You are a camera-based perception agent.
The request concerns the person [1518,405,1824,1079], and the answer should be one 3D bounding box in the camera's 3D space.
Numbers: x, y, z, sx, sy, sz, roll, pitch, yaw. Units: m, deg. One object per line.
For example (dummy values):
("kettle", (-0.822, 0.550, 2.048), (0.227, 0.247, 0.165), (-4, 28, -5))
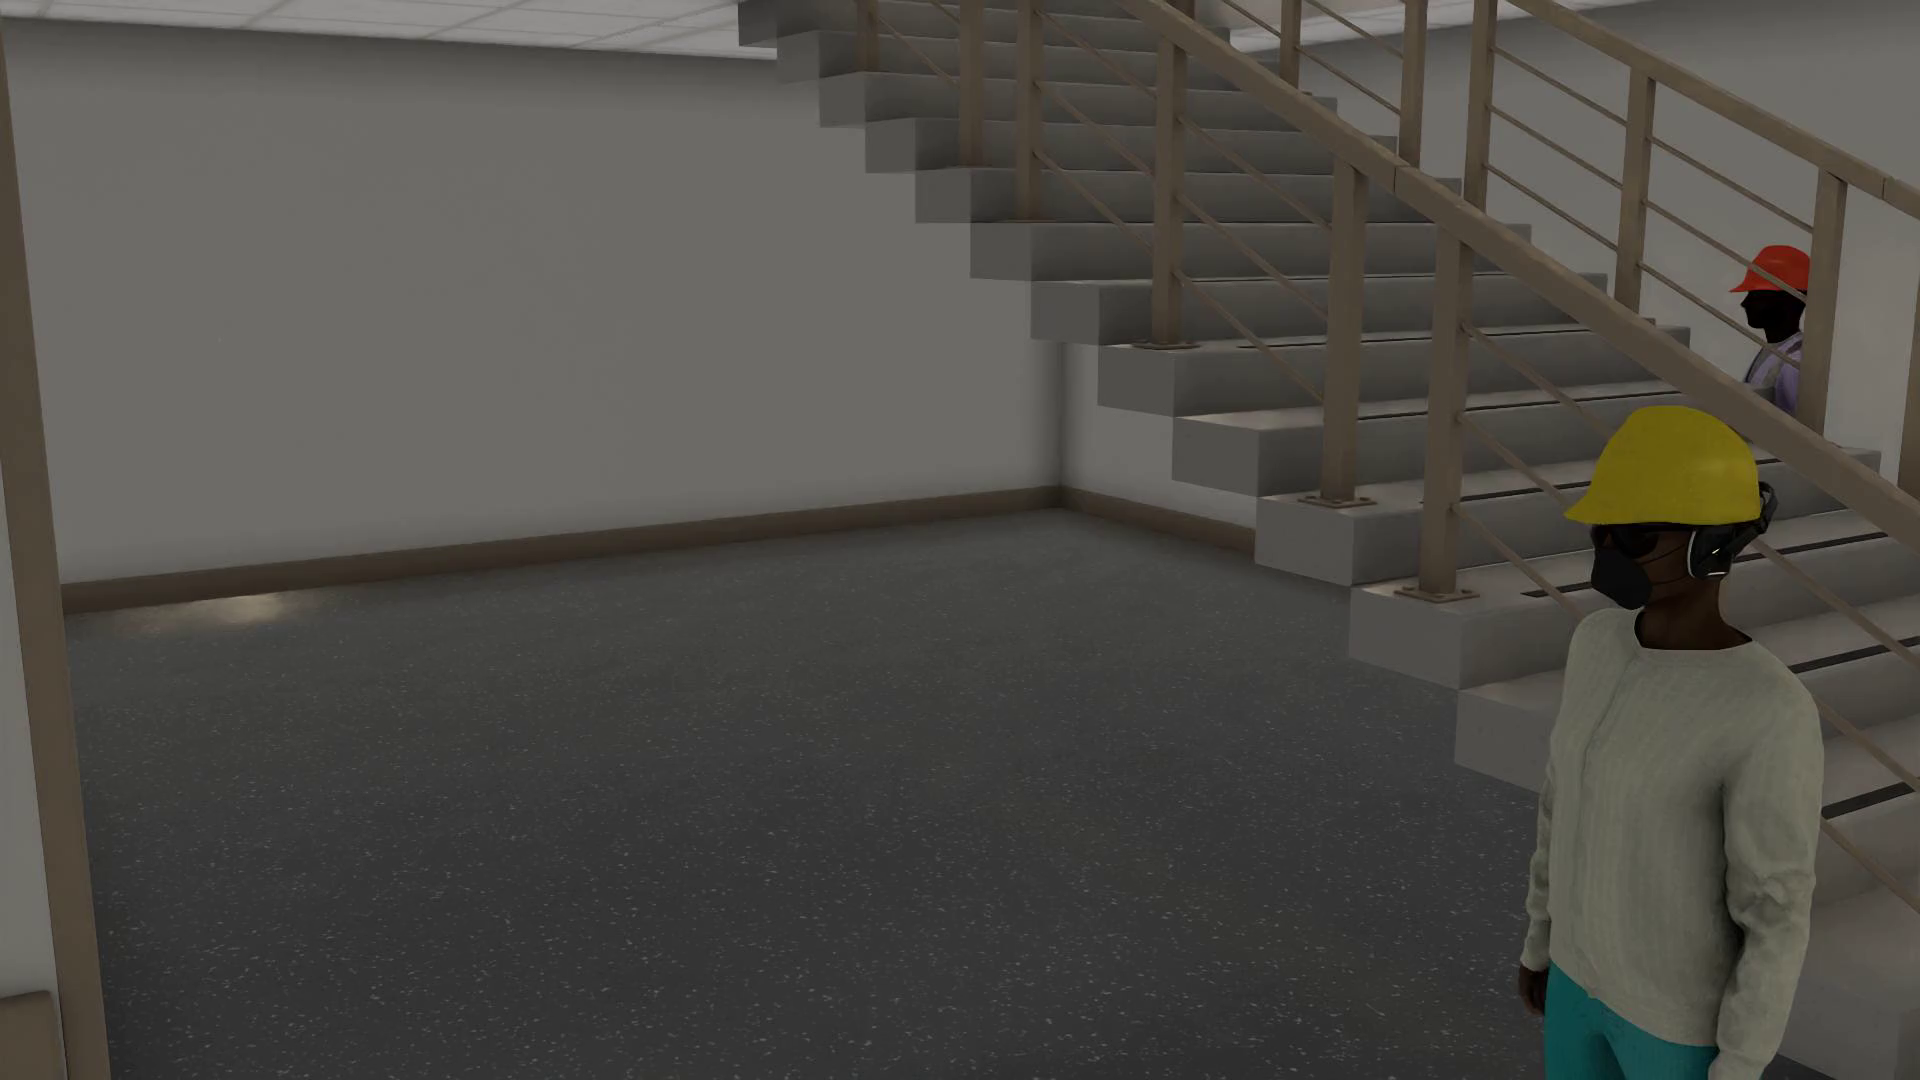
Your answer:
("person", (1.008, 0.682, 2.480), (0.315, 1.769, 0.524), (-3, 11, -15))
